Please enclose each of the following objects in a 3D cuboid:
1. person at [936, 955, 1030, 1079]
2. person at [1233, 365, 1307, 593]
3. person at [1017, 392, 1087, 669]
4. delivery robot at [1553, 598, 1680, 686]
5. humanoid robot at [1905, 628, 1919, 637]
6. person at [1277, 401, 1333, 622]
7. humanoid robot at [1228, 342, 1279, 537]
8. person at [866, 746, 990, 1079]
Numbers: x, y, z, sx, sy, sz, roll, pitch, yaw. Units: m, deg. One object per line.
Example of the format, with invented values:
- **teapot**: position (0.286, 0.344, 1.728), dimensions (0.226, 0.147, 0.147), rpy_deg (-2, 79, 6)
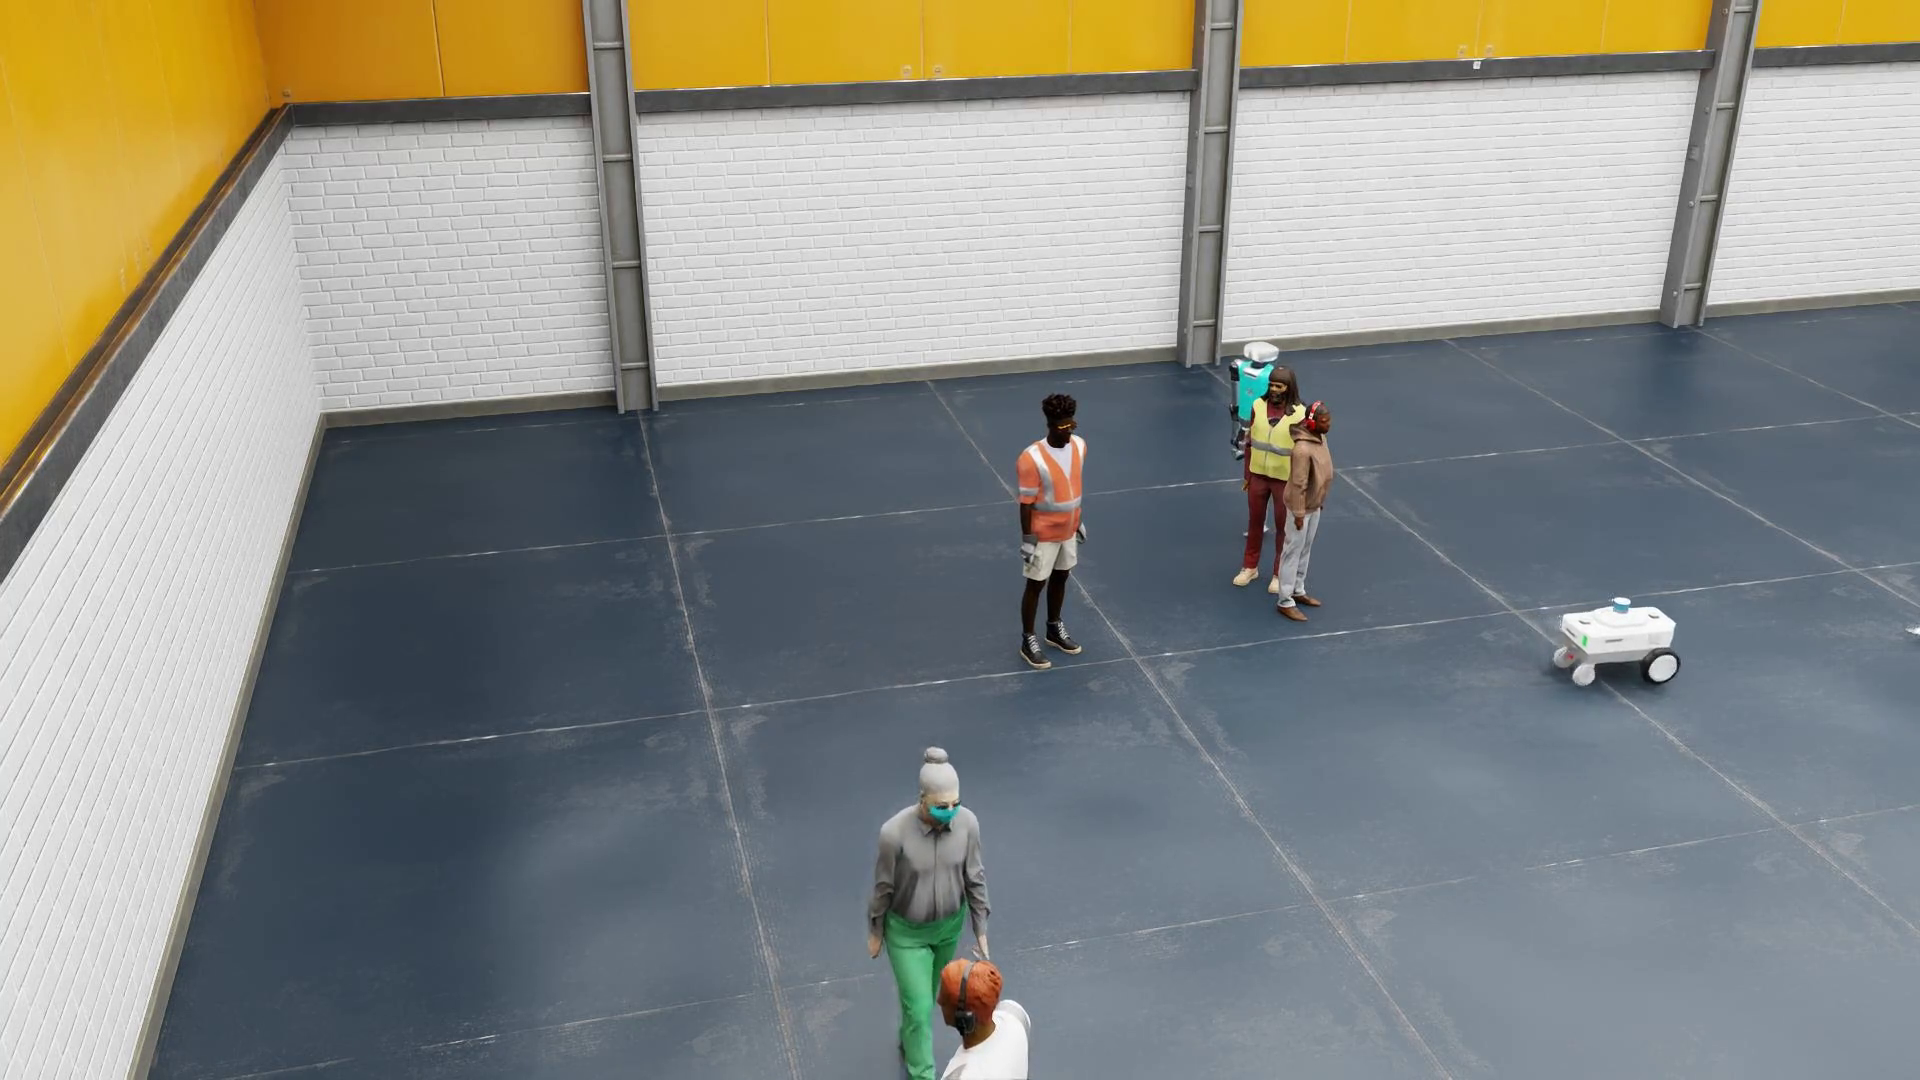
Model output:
- **person**: position (0.067, 2.322, 6.100), dimensions (0.353, 1.878, 0.566), rpy_deg (12, 26, 24)
- **person**: position (2.368, -0.468, 12.563), dimensions (0.470, 1.768, 0.378), rpy_deg (13, 27, 28)
- **person**: position (0.645, -0.082, 11.442), dimensions (0.608, 1.964, 0.366), rpy_deg (-20, 31, -38)
- **delivery robot**: position (4.526, 0.682, 11.449), dimensions (0.785, 0.589, 0.499), rpy_deg (-4, 24, -9)
- **humanoid robot**: position (7.315, 0.025, 11.538), dimensions (1.034, 1.765, 0.549), rpy_deg (9, 25, 20)
- **person**: position (2.524, -0.233, 12.169), dimensions (0.327, 1.651, 0.460), rpy_deg (15, 28, 31)
- **humanoid robot**: position (2.509, -0.730, 13.328), dimensions (0.813, 1.867, 0.557), rpy_deg (-20, 31, -38)
- **person**: position (-0.099, 1.765, 7.428), dimensions (0.526, 1.814, 0.858), rpy_deg (-12, 26, -25)
